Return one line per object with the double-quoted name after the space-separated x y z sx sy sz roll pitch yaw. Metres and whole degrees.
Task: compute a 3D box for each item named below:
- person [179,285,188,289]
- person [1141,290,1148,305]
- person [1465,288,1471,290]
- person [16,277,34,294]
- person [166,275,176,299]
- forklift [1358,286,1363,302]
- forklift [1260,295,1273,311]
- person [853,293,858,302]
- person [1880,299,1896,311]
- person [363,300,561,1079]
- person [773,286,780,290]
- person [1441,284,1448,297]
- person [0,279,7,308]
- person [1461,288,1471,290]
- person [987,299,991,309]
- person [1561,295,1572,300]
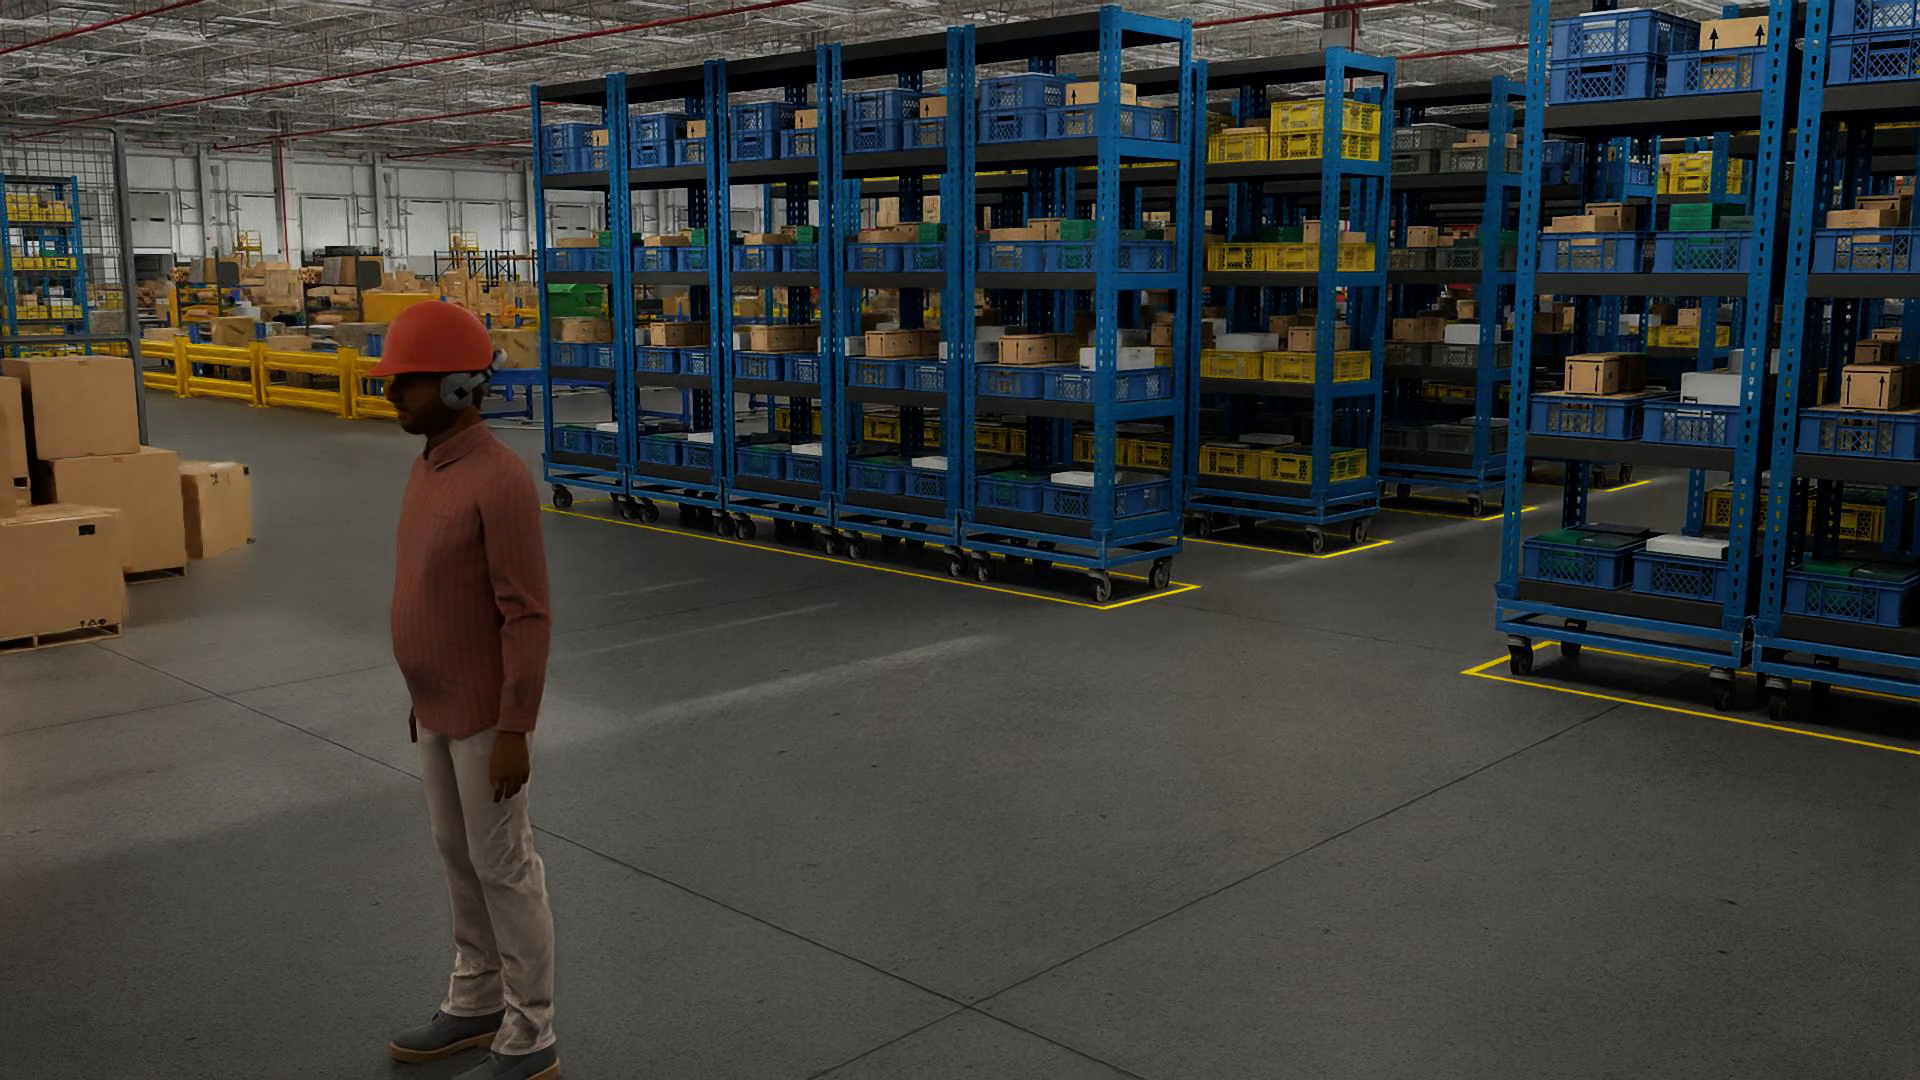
-17.240 -4.905 37.186 0.454 1.850 0.524 -6 11 -32 "person"
3.760 -4.761 36.006 0.641 1.927 0.434 5 11 29 "person"
17.008 -7.855 55.627 0.524 1.729 0.870 -7 12 -37 "person"
-32.688 -8.351 58.110 0.763 1.913 0.639 8 13 42 "person"
-37.939 -11.846 79.870 0.917 1.806 0.631 -4 10 -24 "person"
11.100 -7.017 46.970 1.873 2.768 1.129 9 13 43 "forklift"
10.389 -9.177 60.208 1.873 2.768 1.129 9 13 43 "forklift"
-4.653 -11.063 75.423 0.474 1.678 0.562 -3 10 -19 "person"
16.311 -3.611 29.179 0.891 1.867 0.676 1 9 5 "person"
-1.240 0.406 4.160 0.387 1.992 0.626 -7 12 -38 "person"
-8.838 -11.901 79.904 0.387 1.908 0.585 1 9 4 "person"
13.749 -6.489 47.350 0.319 1.697 0.533 -1 9 -5 "person"
-30.368 -7.502 52.507 1.015 2.000 0.690 -5 10 -26 "person"
18.144 -8.561 59.597 1.005 1.865 0.659 2 9 11 "person"
1.285 -8.714 61.047 0.675 1.675 0.535 9 13 44 "person"
12.527 -4.435 34.343 0.586 1.833 0.403 -7 12 -37 "person"
